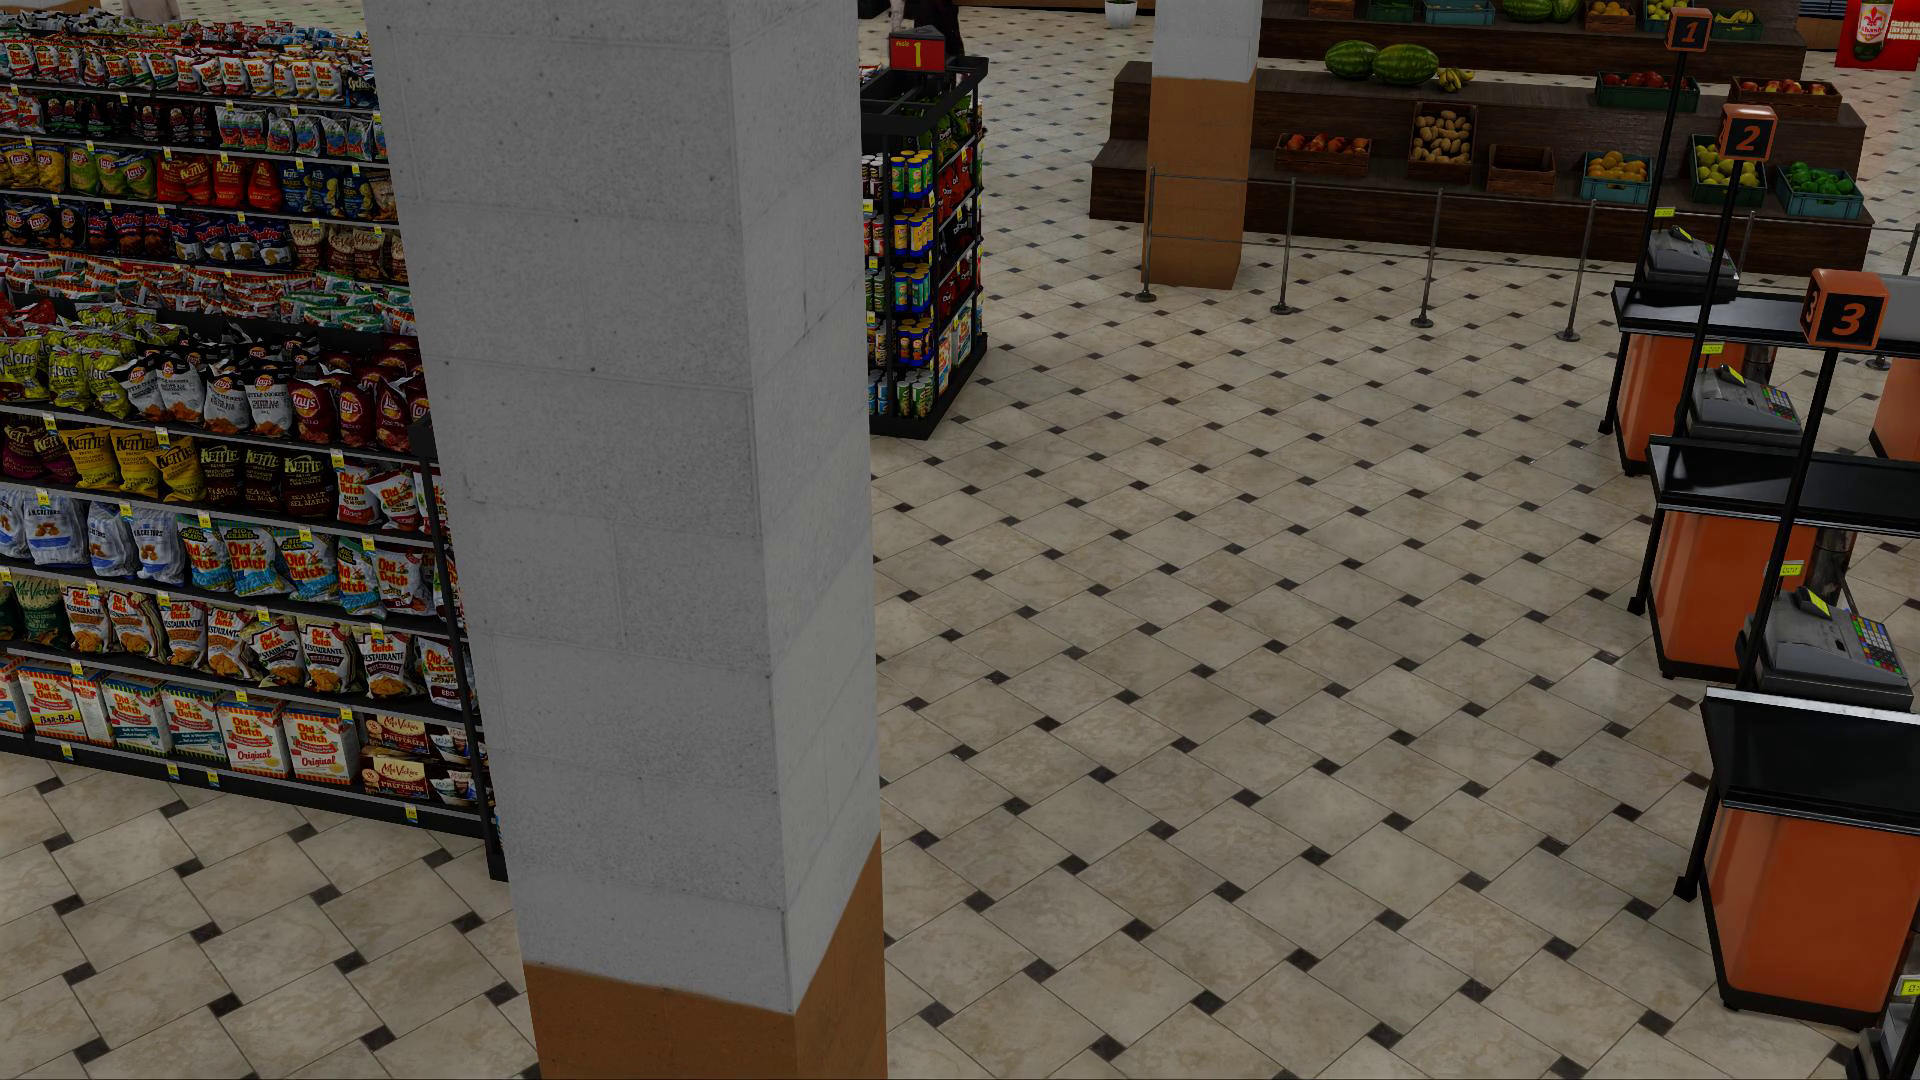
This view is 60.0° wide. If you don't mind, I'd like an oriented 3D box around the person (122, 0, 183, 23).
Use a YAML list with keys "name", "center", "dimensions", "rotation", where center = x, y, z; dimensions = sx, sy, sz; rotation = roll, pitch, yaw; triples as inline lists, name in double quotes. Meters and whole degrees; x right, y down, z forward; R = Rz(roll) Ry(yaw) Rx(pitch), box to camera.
- name: "person"
  center: [-7.589, -4.667, 15.772]
  dimensions: [0.662, 1.811, 0.800]
  rotation: [-7, 29, -13]

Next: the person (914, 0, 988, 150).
- name: "person"
  center: [-0.288, -4.322, 15.167]
  dimensions: [1.270, 1.784, 1.229]
  rotation: [-17, 33, -28]
